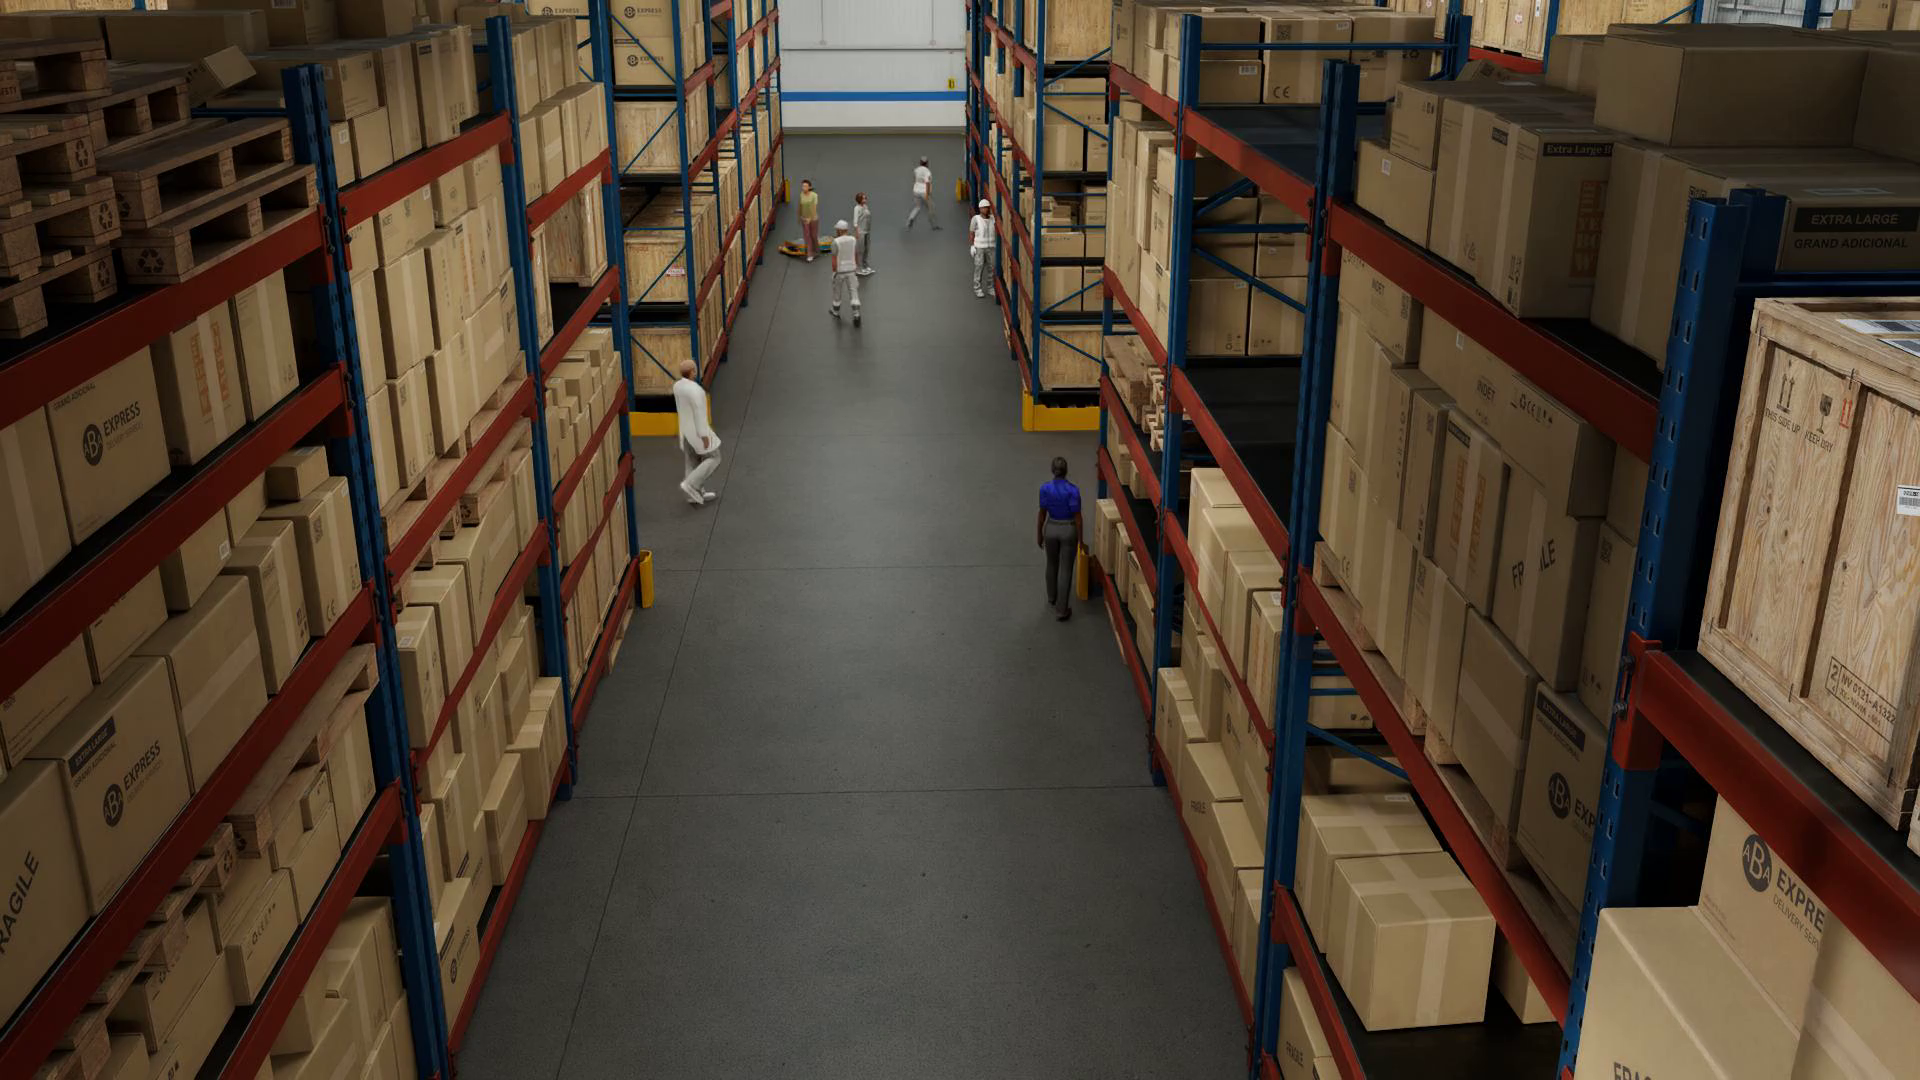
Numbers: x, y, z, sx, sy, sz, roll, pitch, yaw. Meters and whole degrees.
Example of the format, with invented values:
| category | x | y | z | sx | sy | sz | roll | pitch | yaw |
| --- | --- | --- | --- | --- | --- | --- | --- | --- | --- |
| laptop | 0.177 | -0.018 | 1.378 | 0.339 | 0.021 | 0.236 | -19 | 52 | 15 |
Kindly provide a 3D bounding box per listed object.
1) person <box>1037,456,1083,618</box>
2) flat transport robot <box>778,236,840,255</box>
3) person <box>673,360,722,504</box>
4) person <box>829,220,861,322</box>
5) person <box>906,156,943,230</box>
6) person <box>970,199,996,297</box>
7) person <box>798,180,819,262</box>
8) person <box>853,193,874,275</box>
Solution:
| category | x | y | z | sx | sy | sz | roll | pitch | yaw |
| --- | --- | --- | --- | --- | --- | --- | --- | --- | --- |
| person | 1.056 | -0.080 | 16.858 | 0.479 | 1.652 | 0.701 | 8 | 22 | 20 |
| flat transport robot | -3.096 | -6.277 | 35.543 | 1.431 | 0.255 | 0.659 | -12 | 23 | -28 |
| person | -3.170 | -1.285 | 19.874 | 0.553 | 1.783 | 0.603 | -15 | 25 | -35 |
| person | -2.024 | -4.716 | 29.115 | 0.517 | 1.762 | 0.990 | -6 | 21 | -17 |
| person | -0.820 | -7.833 | 37.632 | 0.607 | 1.654 | 0.735 | 15 | 25 | 34 |
| person | 0.476 | -5.460 | 31.098 | 0.547 | 1.788 | 0.406 | -10 | 23 | -24 |
| person | -3.137 | -6.631 | 34.403 | 0.471 | 1.660 | 0.744 | 4 | 21 | 11 |
| person | -1.919 | -6.099 | 33.077 | 0.341 | 1.600 | 0.404 | 9 | 22 | 23 |
